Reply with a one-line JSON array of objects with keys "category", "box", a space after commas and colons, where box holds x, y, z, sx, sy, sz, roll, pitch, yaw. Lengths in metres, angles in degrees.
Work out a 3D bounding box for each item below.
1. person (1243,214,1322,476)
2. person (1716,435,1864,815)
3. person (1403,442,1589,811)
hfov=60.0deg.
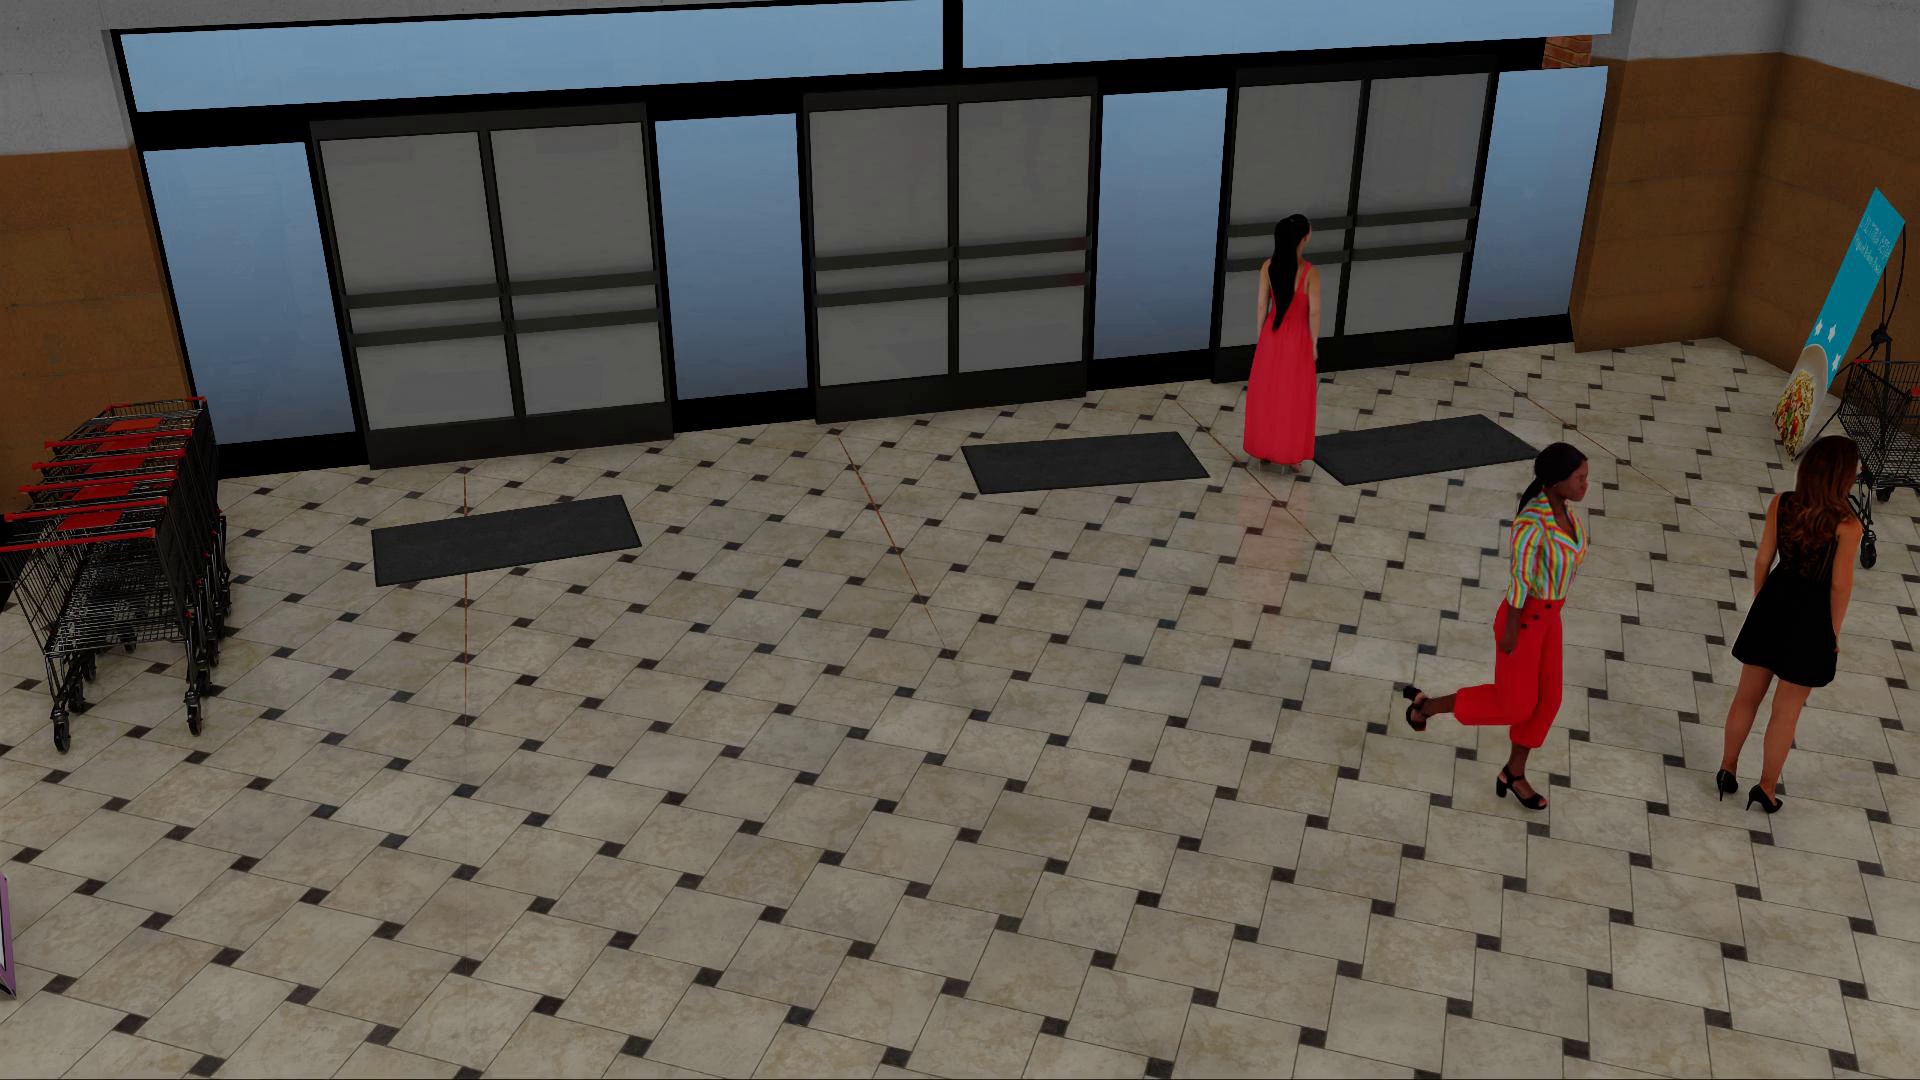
[{"category": "person", "box": [2.082, -1.240, 10.643, 0.701, 1.727, 0.778, 18, 32, 32]}, {"category": "person", "box": [3.639, 0.391, 7.306, 0.709, 1.835, 0.584, -19, 33, -33]}, {"category": "person", "box": [2.440, 0.378, 7.397, 1.044, 1.778, 0.916, 19, 32, 32]}]
